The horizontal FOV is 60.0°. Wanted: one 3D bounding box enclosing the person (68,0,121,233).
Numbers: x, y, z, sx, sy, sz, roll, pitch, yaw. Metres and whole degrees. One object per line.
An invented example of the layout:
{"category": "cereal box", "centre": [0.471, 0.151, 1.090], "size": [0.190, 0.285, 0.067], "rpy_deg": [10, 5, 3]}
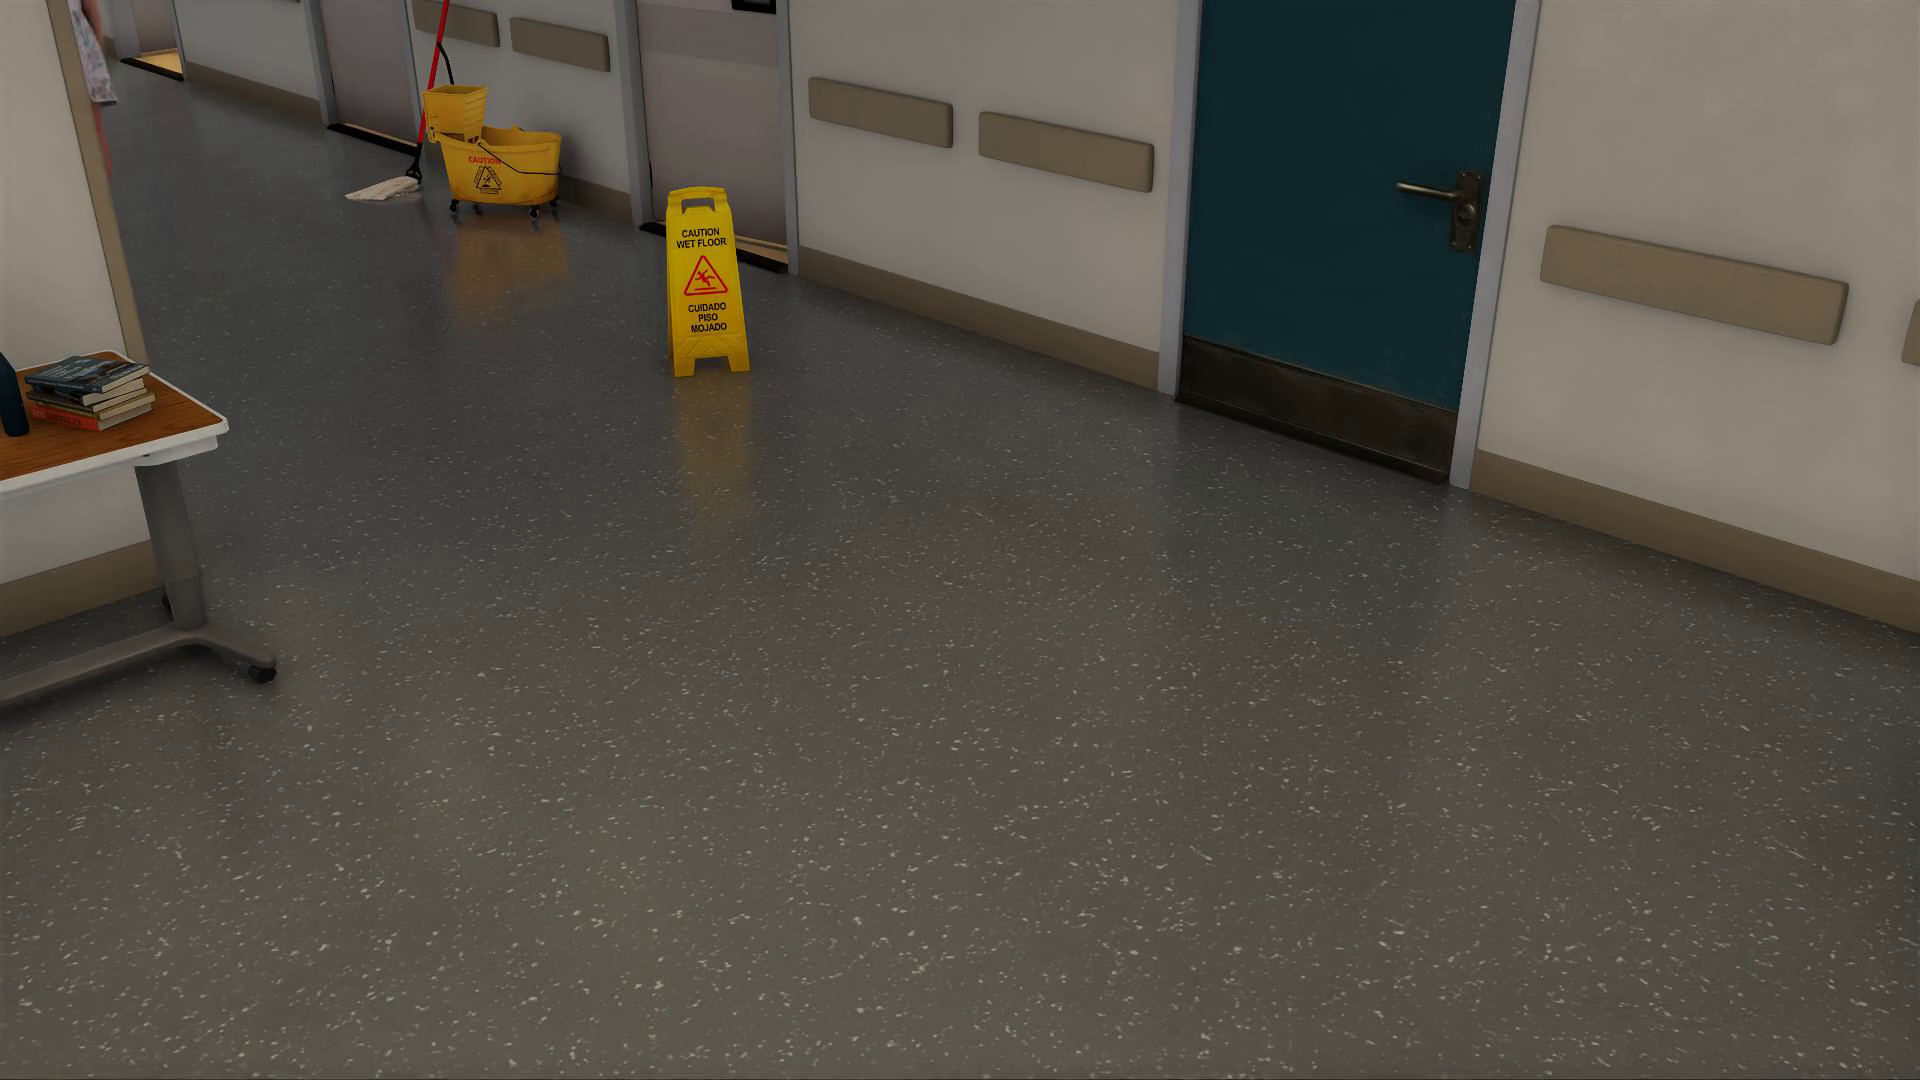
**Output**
{"category": "person", "centre": [-4.706, -2.486, 8.697], "size": [0.778, 1.749, 1.075], "rpy_deg": [-15, 30, -29]}
